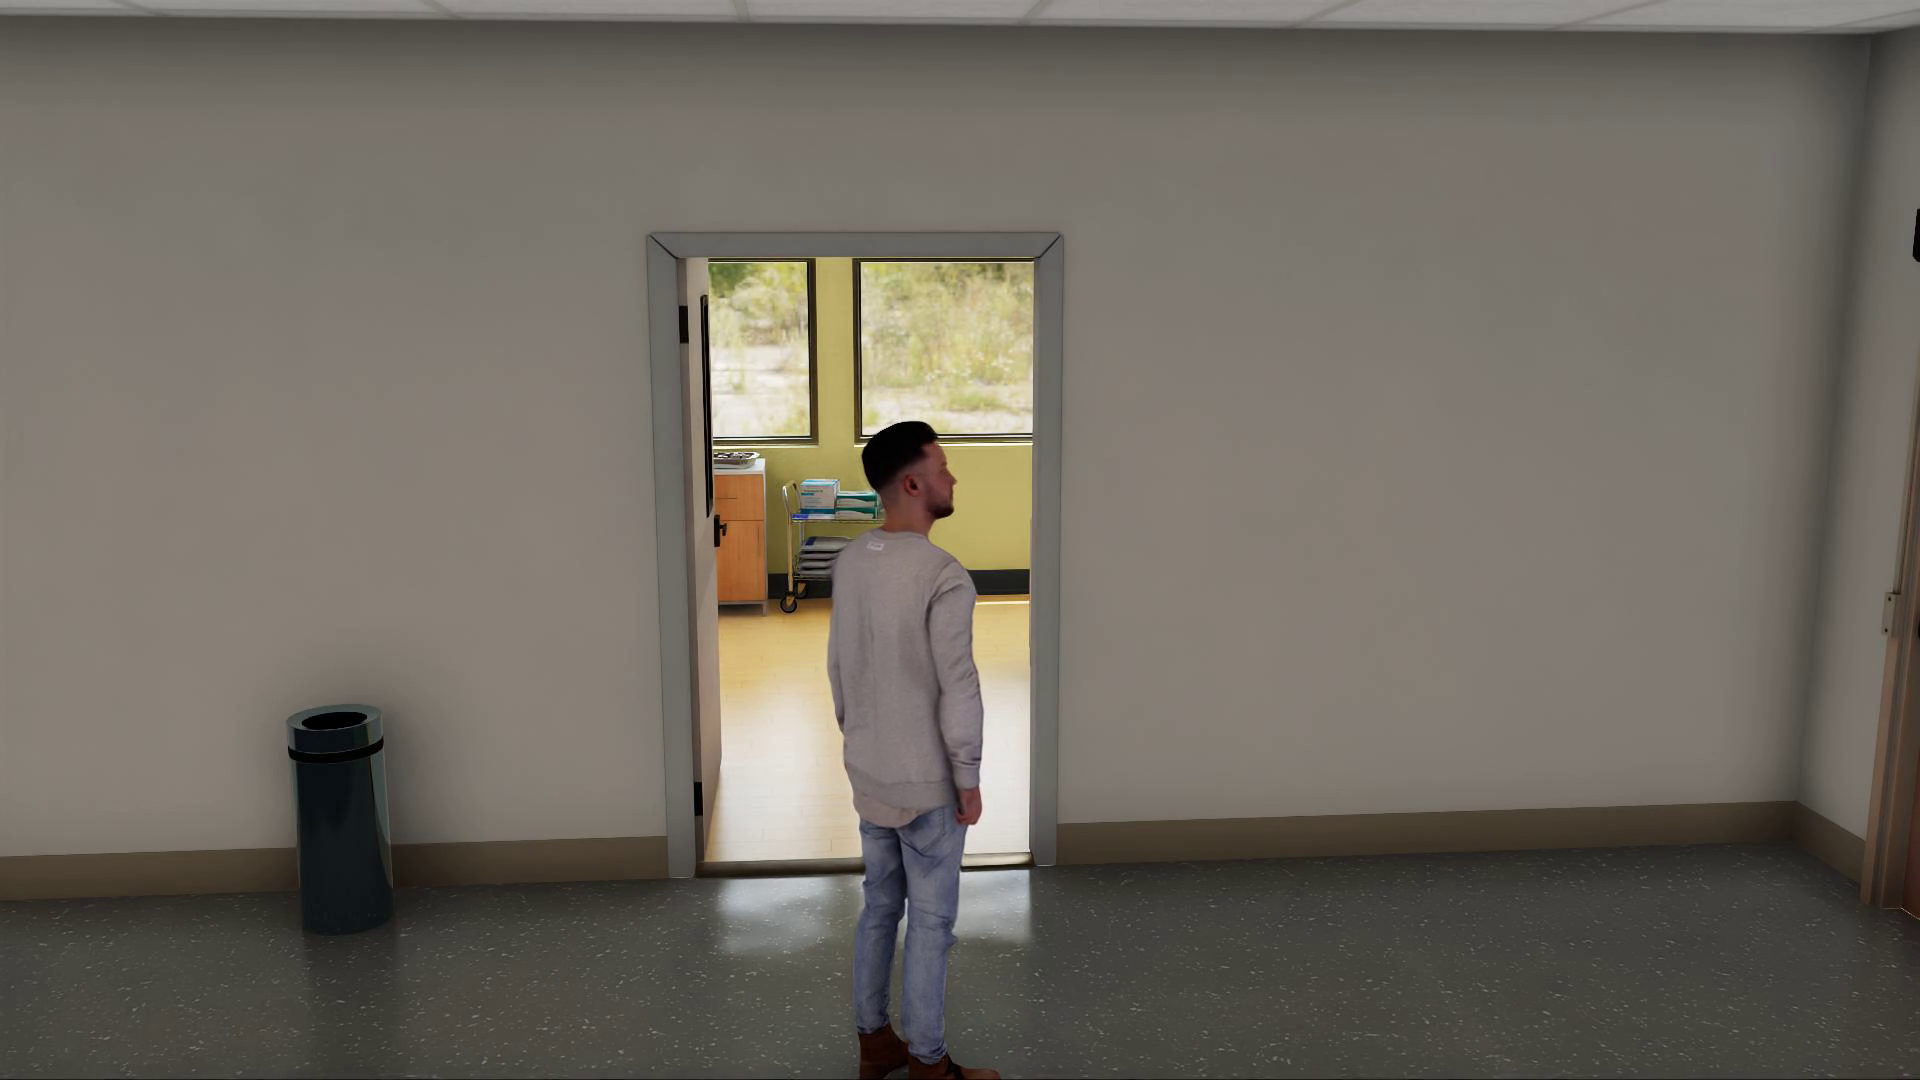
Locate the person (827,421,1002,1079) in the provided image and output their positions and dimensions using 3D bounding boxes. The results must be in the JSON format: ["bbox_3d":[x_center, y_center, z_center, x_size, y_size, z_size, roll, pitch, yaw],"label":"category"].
[{"bbox_3d":[-0.136,0.595,4.429,0.780,1.839,0.756,-10,15,-42],"label":"person"}]
